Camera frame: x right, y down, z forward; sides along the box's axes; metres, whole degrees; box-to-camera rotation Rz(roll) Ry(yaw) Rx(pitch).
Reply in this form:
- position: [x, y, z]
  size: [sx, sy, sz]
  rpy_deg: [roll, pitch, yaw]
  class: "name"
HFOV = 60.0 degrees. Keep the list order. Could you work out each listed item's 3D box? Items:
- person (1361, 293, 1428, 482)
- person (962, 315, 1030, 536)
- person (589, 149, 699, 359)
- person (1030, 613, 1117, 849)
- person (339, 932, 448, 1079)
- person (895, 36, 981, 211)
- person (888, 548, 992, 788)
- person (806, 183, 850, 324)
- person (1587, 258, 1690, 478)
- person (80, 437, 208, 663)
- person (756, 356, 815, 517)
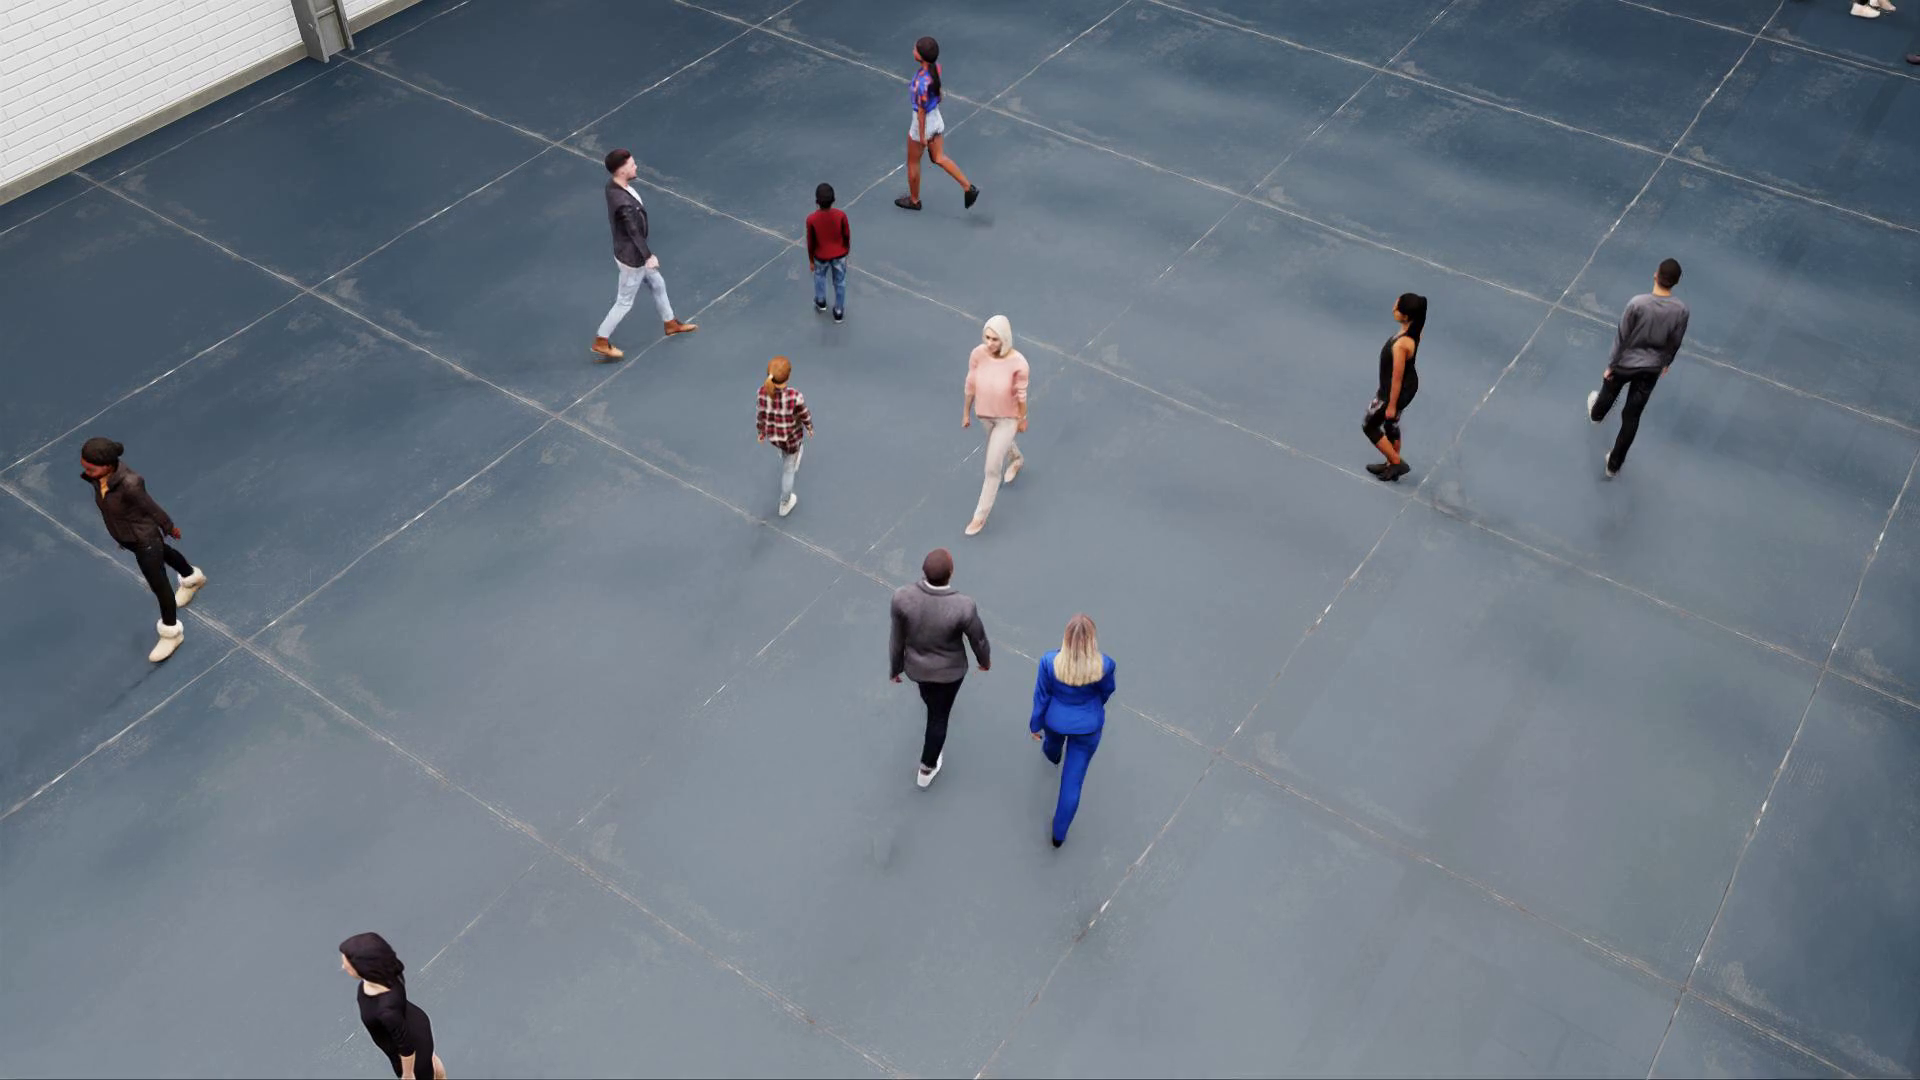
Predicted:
- position: [3.237, -1.063, 12.071]
  size: [0.726, 1.661, 0.617]
  rpy_deg: [20, 47, 20]
  class: "person"
- position: [0.304, -0.940, 11.933]
  size: [0.706, 1.674, 1.184]
  rpy_deg: [20, 47, 20]
  class: "person"
- position: [-2.683, -2.227, 13.182]
  size: [1.232, 1.813, 1.107]
  rpy_deg: [-12, 45, -12]
  class: "person"
- position: [0.649, 1.163, 9.733]
  size: [0.938, 1.662, 1.192]
  rpy_deg: [7, 44, 7]
  class: "person"
- position: [-2.729, 2.498, 8.229]
  size: [0.670, 1.805, 0.663]
  rpy_deg: [-15, 46, -15]
  class: "person"
- position: [-0.204, -3.642, 14.735]
  size: [0.764, 1.720, 1.009]
  rpy_deg: [17, 46, 17]
  class: "person"
- position: [-0.177, 0.826, 10.001]
  size: [0.927, 1.781, 1.126]
  rpy_deg: [13, 45, 13]
  class: "person"
- position: [-1.068, -2.338, 13.710]
  size: [0.662, 1.245, 0.722]
  rpy_deg: [-6, 44, -6]
  class: "person"
- position: [4.968, -1.217, 12.190]
  size: [0.922, 1.719, 1.173]
  rpy_deg: [8, 44, 8]
  class: "person"
- position: [-5.498, 0.051, 10.909]
  size: [0.682, 1.651, 1.018]
  rpy_deg: [20, 47, 20]
  class: "person"
- position: [-1.285, -0.726, 12.000]
  size: [0.699, 1.271, 0.946]
  rpy_deg: [12, 45, 12]
  class: "person"
